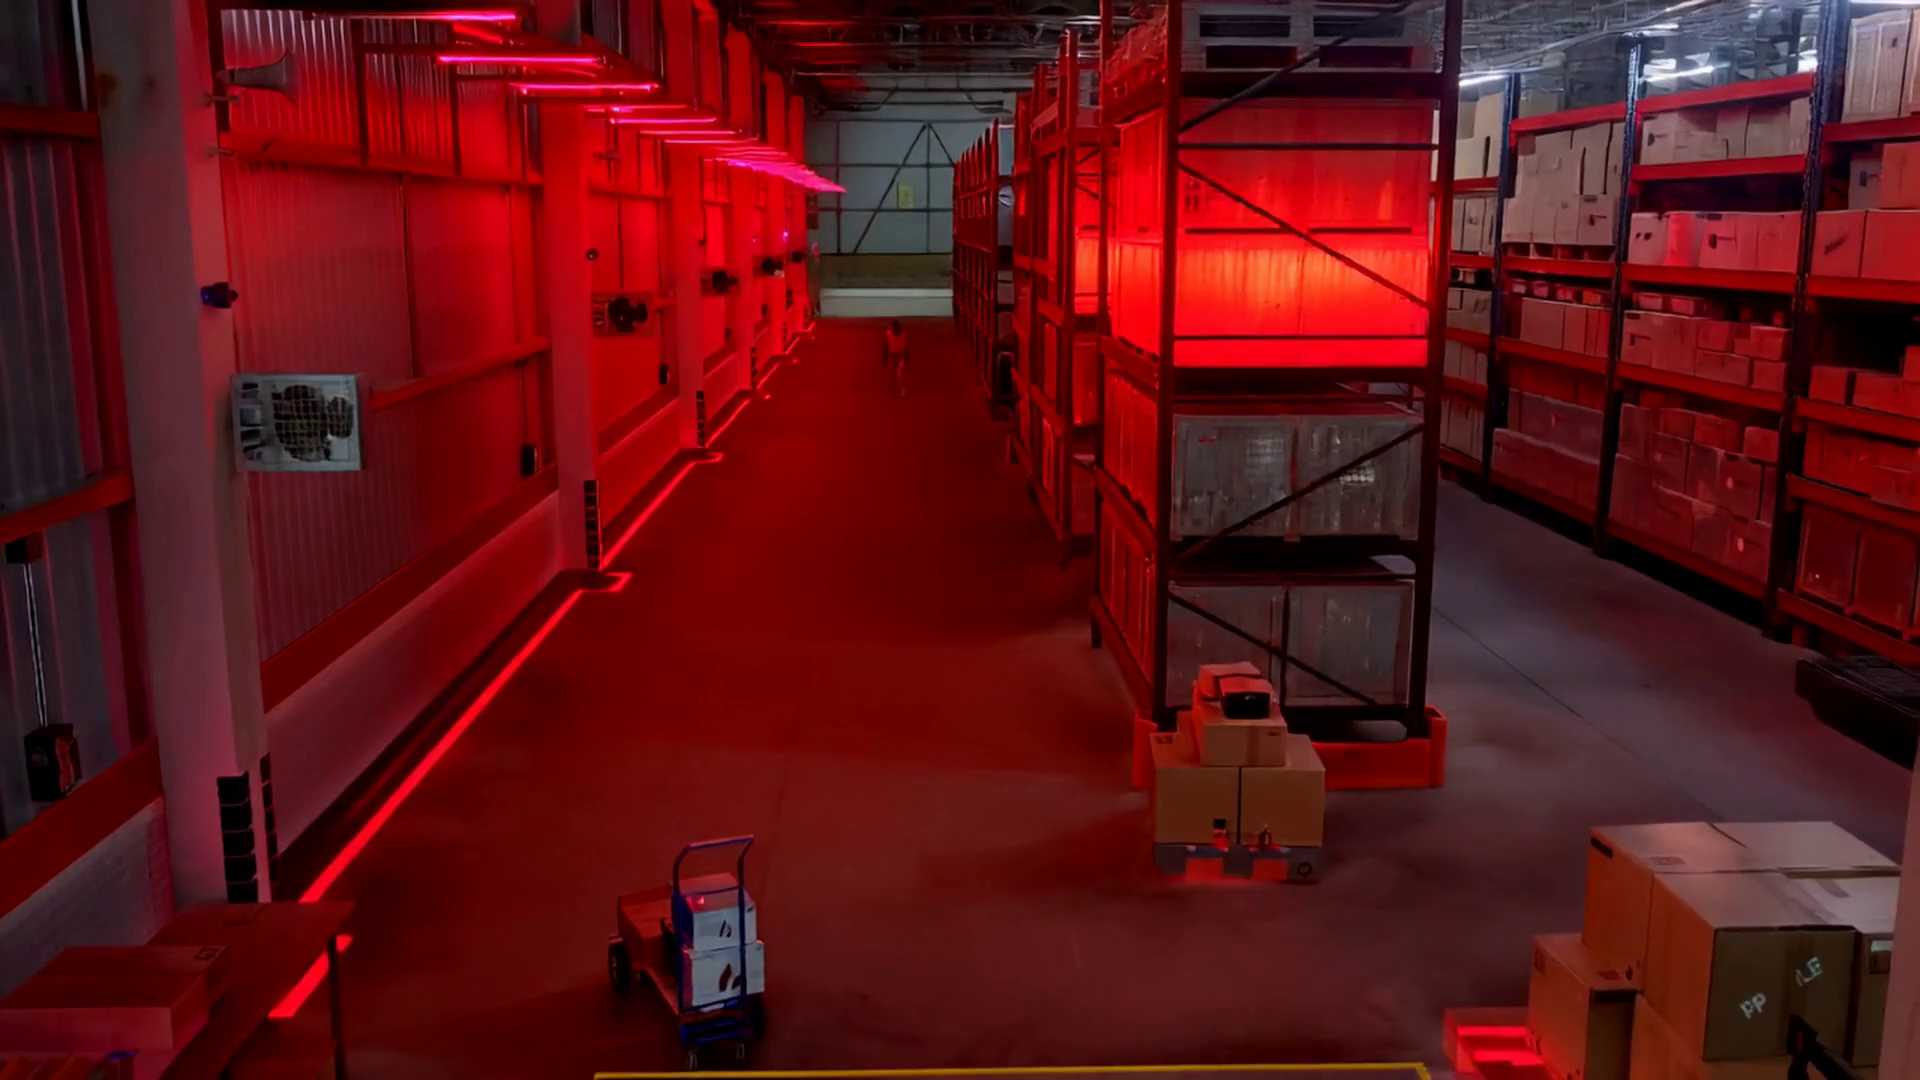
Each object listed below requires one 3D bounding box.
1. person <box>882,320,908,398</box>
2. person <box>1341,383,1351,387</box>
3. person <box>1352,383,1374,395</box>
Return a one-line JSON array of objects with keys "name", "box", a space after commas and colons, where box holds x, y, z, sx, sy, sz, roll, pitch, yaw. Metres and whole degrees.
[{"name": "person", "box": [-1.503, -4.218, 38.648, 0.626, 1.799, 0.970, -3, 11, -14]}, {"name": "person", "box": [6.389, -2.189, 27.812, 0.450, 1.898, 0.696, 3, 11, 14]}, {"name": "person", "box": [7.497, -2.688, 30.658, 0.979, 1.790, 0.589, -4, 11, -18]}]
